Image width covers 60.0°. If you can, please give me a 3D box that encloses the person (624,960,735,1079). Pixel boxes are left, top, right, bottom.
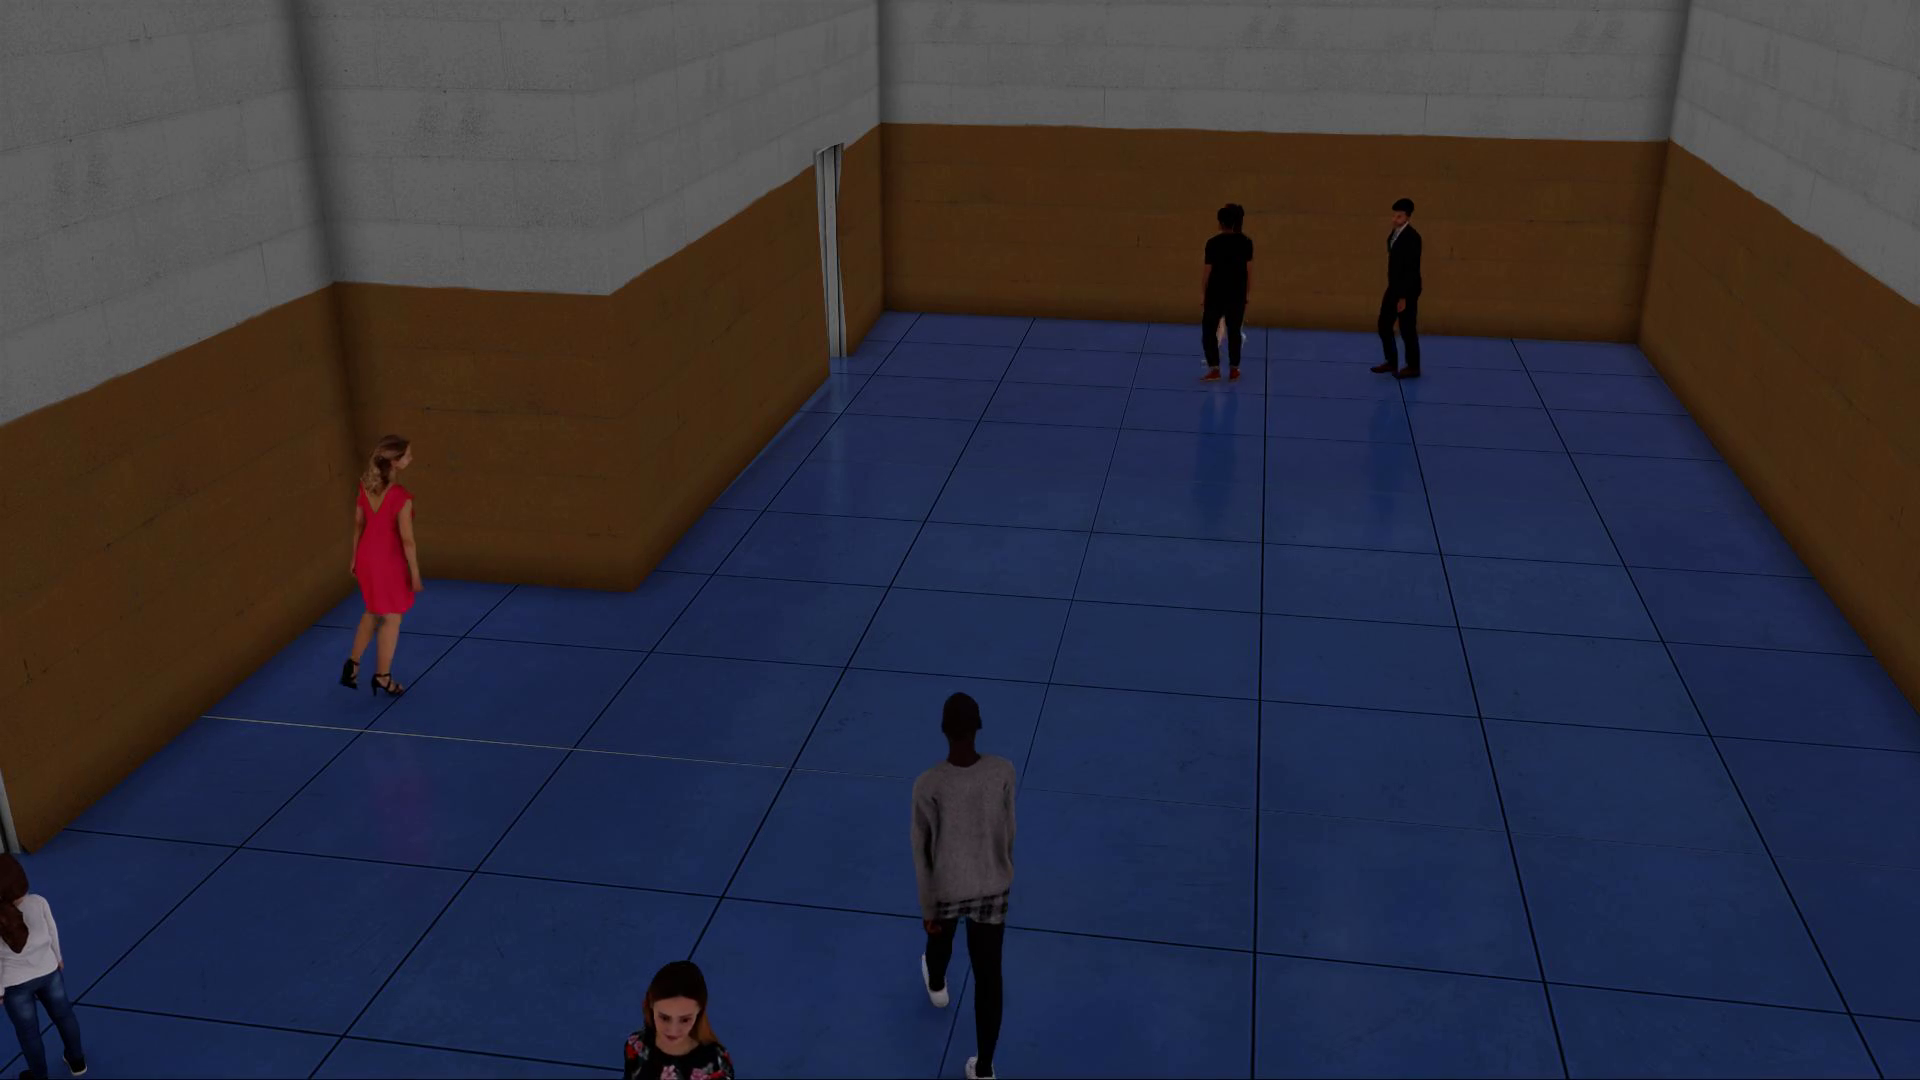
[{"bbox_3d":[-0.843,2.071,5.561,1.095,1.632,0.710,7,23,16],"label":"person"}]

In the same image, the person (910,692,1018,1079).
[{"bbox_3d":[0.052,1.497,6.859,1.175,1.730,0.980,-4,22,-11],"label":"person"}]

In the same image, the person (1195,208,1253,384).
[{"bbox_3d":[2.665,-2.442,16.632,0.741,1.753,0.866,0,22,0],"label":"person"}]

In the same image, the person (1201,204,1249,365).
[{"bbox_3d":[2.784,-2.630,17.202,0.784,1.677,0.669,0,22,0],"label":"person"}]

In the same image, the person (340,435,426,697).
[{"bbox_3d":[-3.573,0.184,10.180,0.874,1.690,0.896,11,24,25],"label":"person"}]

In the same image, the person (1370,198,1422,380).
[{"bbox_3d":[4.514,-2.509,16.678,0.909,1.842,0.866,-1,22,-4],"label":"person"}]

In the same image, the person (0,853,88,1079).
[{"bbox_3d":[-3.889,1.796,6.943,0.564,1.113,0.520,17,27,35],"label":"person"}]
